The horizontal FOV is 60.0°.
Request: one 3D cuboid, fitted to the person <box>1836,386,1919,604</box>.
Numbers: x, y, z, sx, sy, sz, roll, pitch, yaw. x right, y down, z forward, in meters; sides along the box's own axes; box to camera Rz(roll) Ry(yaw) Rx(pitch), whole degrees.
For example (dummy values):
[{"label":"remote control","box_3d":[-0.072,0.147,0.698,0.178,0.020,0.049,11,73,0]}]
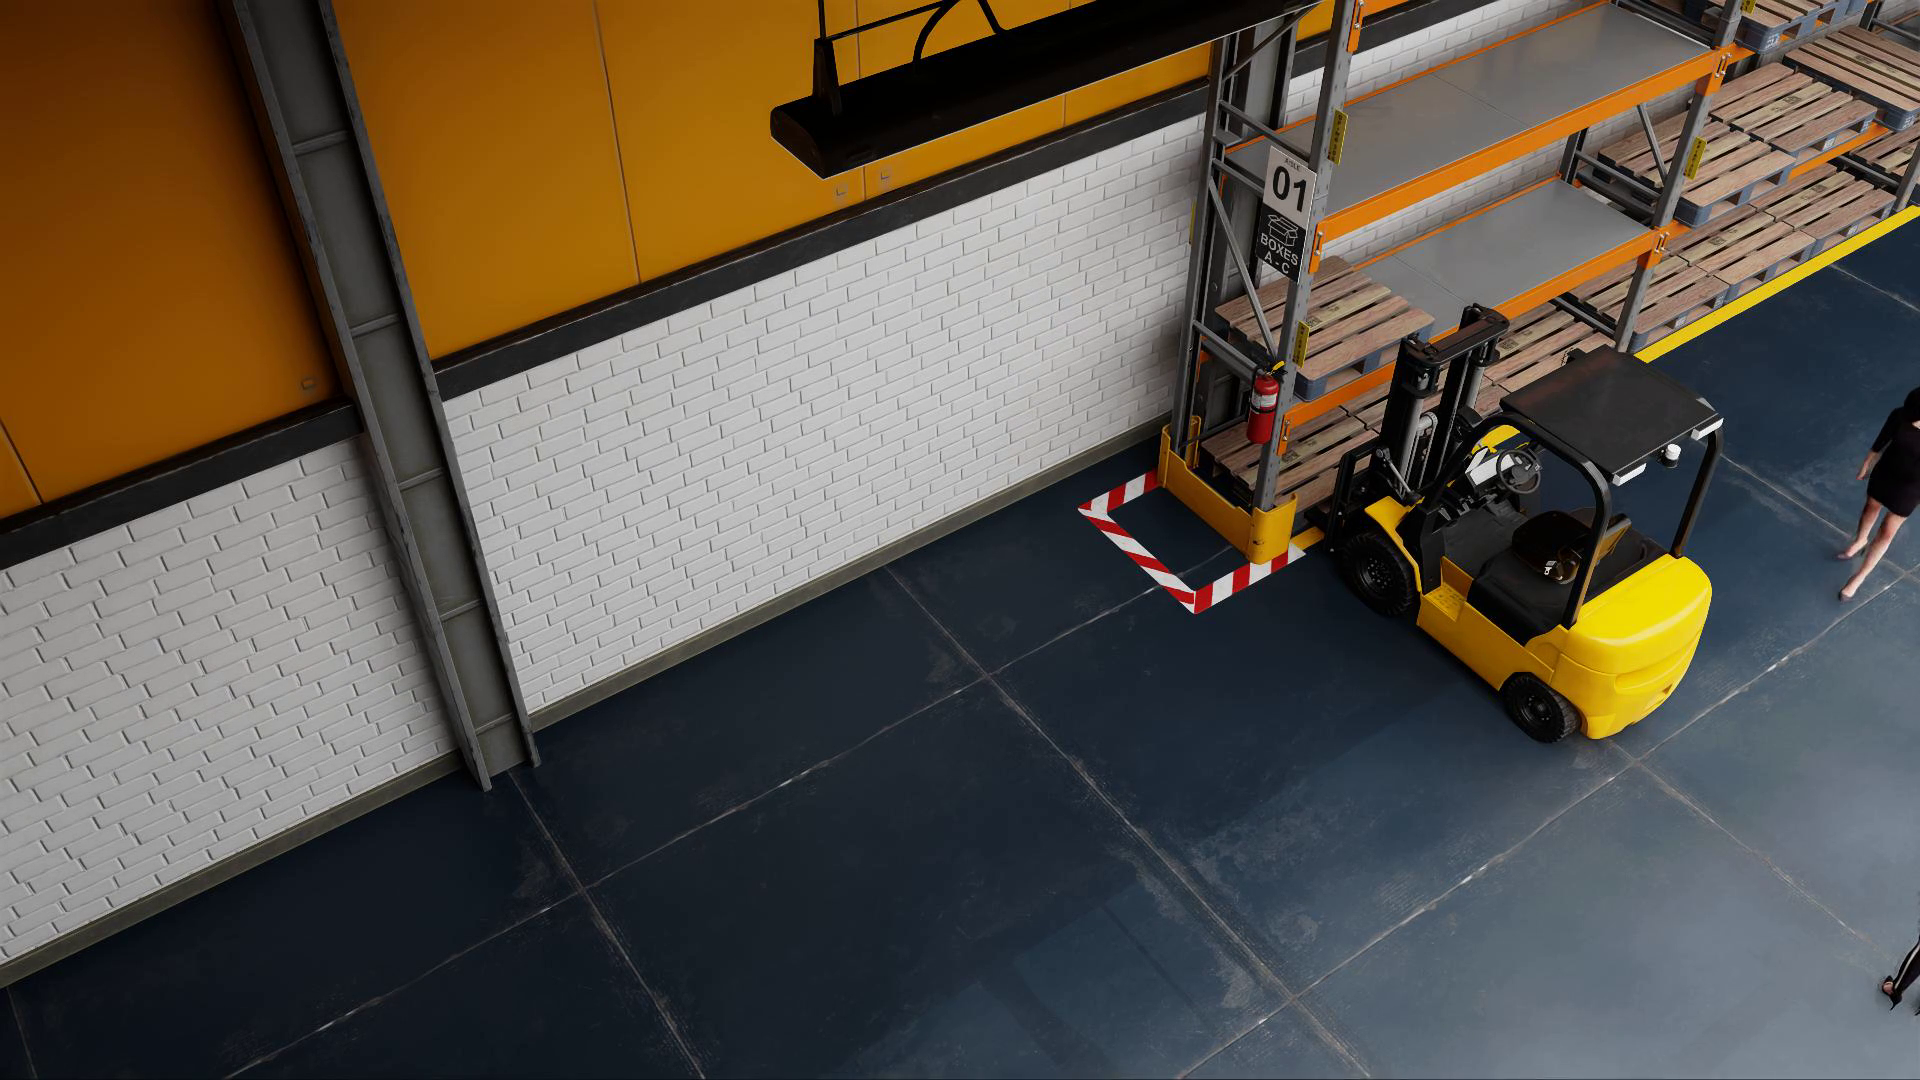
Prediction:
[{"label":"person","box_3d":[6.429,-0.411,11.367,0.902,1.773,0.692,-28,50,-27]}]
